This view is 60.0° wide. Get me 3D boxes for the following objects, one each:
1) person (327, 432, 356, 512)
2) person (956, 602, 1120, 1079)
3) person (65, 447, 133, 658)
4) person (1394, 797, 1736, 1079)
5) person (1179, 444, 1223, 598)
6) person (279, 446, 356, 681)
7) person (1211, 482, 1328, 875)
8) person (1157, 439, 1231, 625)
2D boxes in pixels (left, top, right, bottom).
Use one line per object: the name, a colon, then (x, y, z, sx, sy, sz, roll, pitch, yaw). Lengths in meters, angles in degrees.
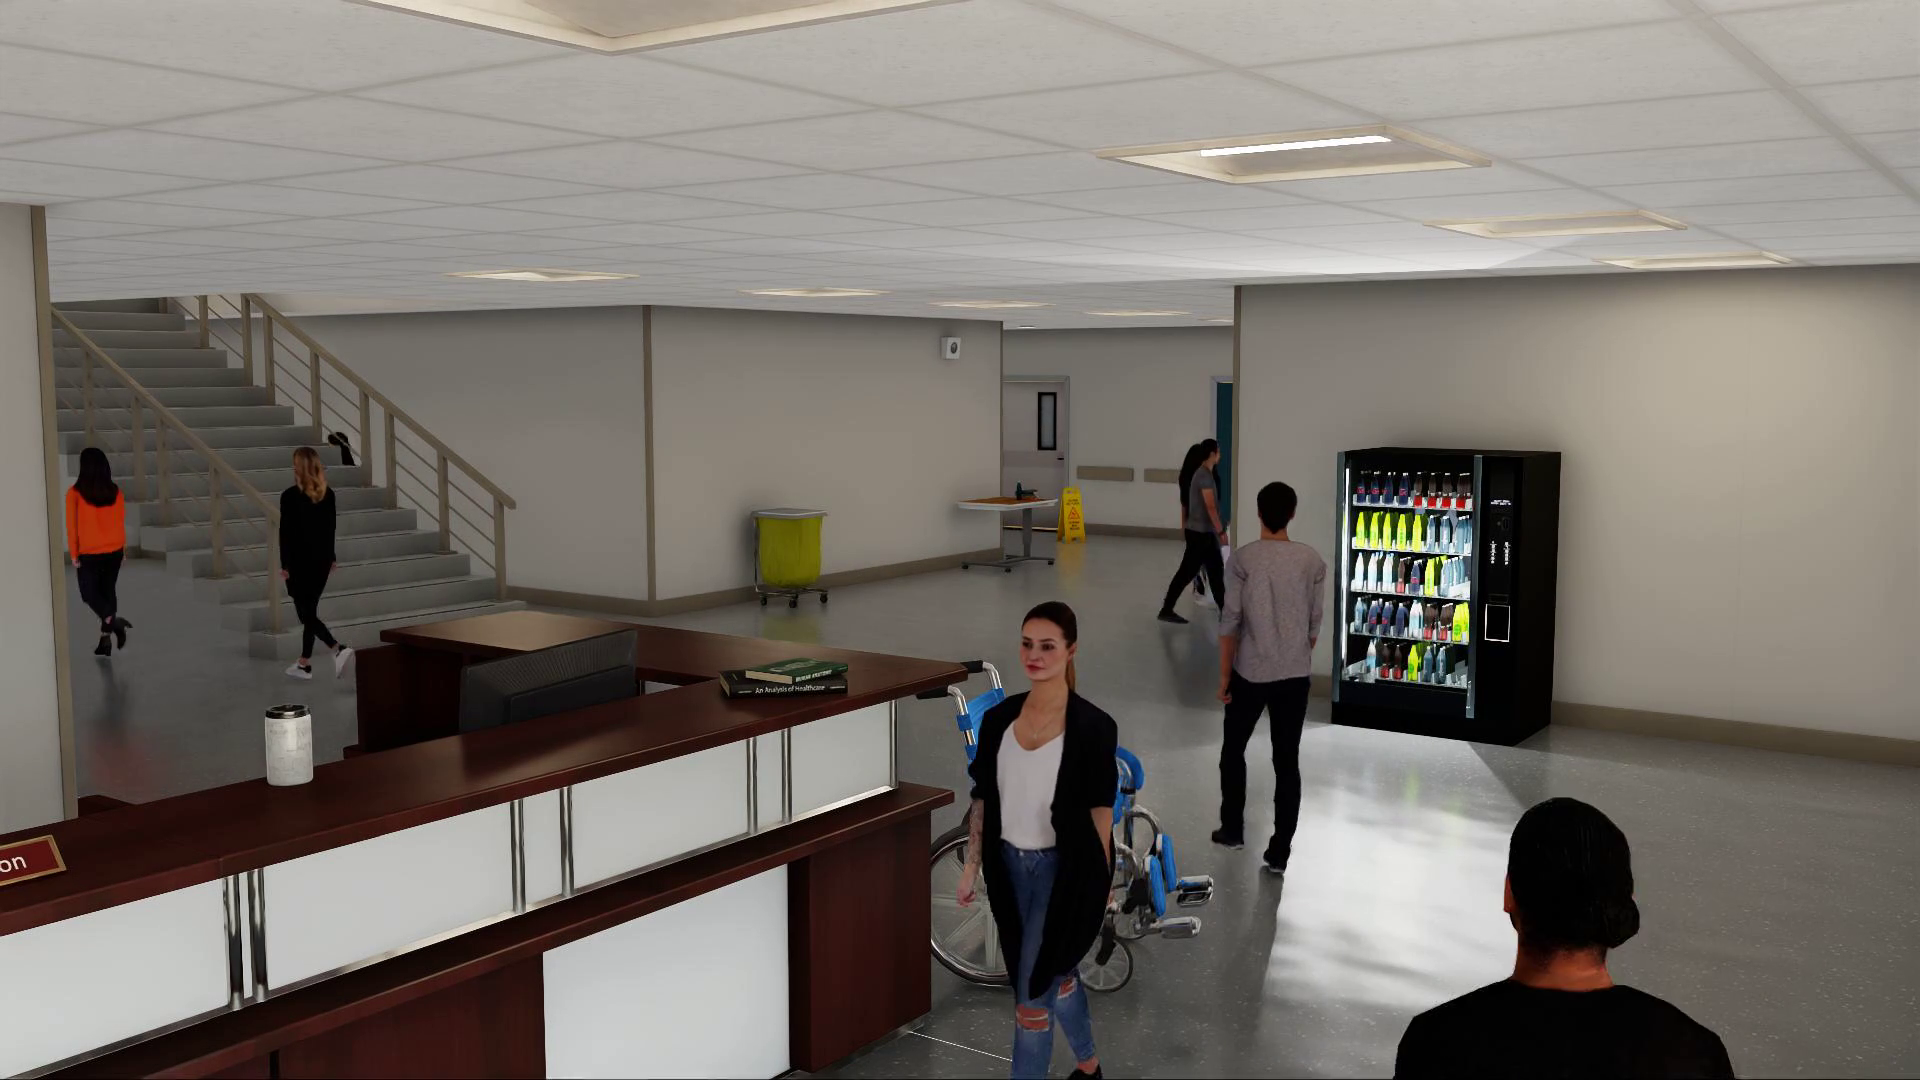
person: (-6.413, -0.268, 17.524, 0.768, 1.721, 0.733, 1, 6, 7)
person: (0.302, 1.029, 5.072, 1.023, 1.632, 0.684, 4, 7, 35)
person: (-6.981, 0.122, 13.581, 0.930, 1.734, 0.617, 4, 7, 36)
person: (0.831, 1.256, 2.291, 0.908, 1.737, 0.921, 1, 6, 6)
person: (2.488, -0.174, 17.188, 0.971, 1.599, 0.868, 1, 6, 12)
person: (-4.823, 0.211, 12.456, 1.094, 1.780, 0.632, 4, 7, 32)
person: (1.484, 0.657, 7.806, 0.873, 1.824, 0.933, 0, 6, -4)
person: (2.141, -0.044, 15.340, 1.175, 1.712, 0.918, 1, 6, 9)
